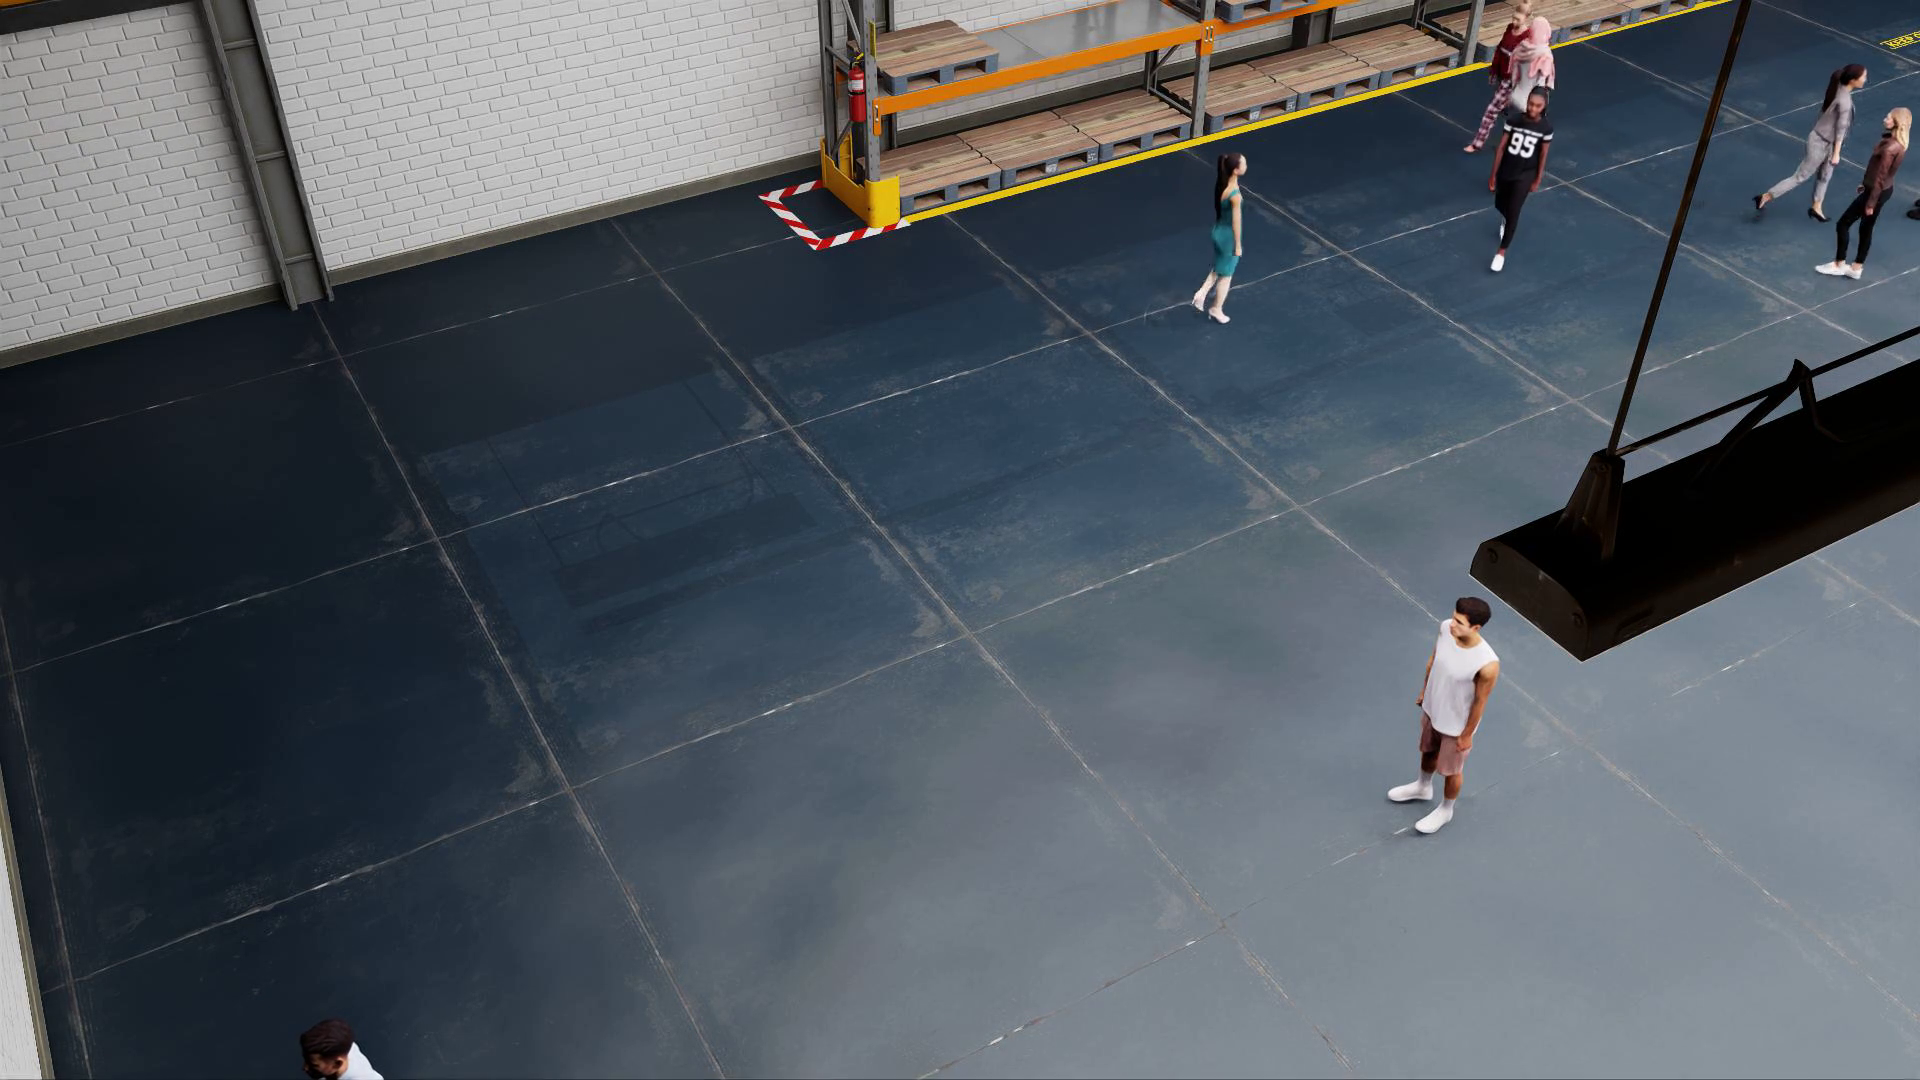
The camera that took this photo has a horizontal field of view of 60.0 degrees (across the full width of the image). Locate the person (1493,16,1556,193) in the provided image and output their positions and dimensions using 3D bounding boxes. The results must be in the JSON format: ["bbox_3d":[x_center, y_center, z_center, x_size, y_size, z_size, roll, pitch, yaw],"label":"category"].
[{"bbox_3d":[5.631,-4.355,16.800,0.869,1.772,0.674,-18,42,-21],"label":"person"}]

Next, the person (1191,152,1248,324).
[{"bbox_3d":[2.285,-2.653,14.750,0.753,1.672,0.673,-8,39,-10],"label":"person"}]

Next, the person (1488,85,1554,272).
[{"bbox_3d":[5.279,-3.476,15.755,0.962,1.703,1.182,20,43,23],"label":"person"}]

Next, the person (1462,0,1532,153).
[{"bbox_3d":[5.862,-4.861,17.518,1.113,1.667,0.828,-7,39,-9],"label":"person"}]

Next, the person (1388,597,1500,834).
[{"bbox_3d":[2.977,1.036,10.039,0.596,1.786,0.675,-14,41,-17],"label":"person"}]

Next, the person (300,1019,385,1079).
[{"bbox_3d":[-2.752,2.836,7.737,0.722,1.847,0.705,30,47,32],"label":"person"}]

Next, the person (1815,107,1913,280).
[{"bbox_3d":[8.530,-3.167,15.378,0.759,1.692,0.643,29,47,31],"label":"person"}]

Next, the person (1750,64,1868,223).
[{"bbox_3d":[8.338,-3.853,16.275,1.120,1.643,1.050,7,39,9],"label":"person"}]
